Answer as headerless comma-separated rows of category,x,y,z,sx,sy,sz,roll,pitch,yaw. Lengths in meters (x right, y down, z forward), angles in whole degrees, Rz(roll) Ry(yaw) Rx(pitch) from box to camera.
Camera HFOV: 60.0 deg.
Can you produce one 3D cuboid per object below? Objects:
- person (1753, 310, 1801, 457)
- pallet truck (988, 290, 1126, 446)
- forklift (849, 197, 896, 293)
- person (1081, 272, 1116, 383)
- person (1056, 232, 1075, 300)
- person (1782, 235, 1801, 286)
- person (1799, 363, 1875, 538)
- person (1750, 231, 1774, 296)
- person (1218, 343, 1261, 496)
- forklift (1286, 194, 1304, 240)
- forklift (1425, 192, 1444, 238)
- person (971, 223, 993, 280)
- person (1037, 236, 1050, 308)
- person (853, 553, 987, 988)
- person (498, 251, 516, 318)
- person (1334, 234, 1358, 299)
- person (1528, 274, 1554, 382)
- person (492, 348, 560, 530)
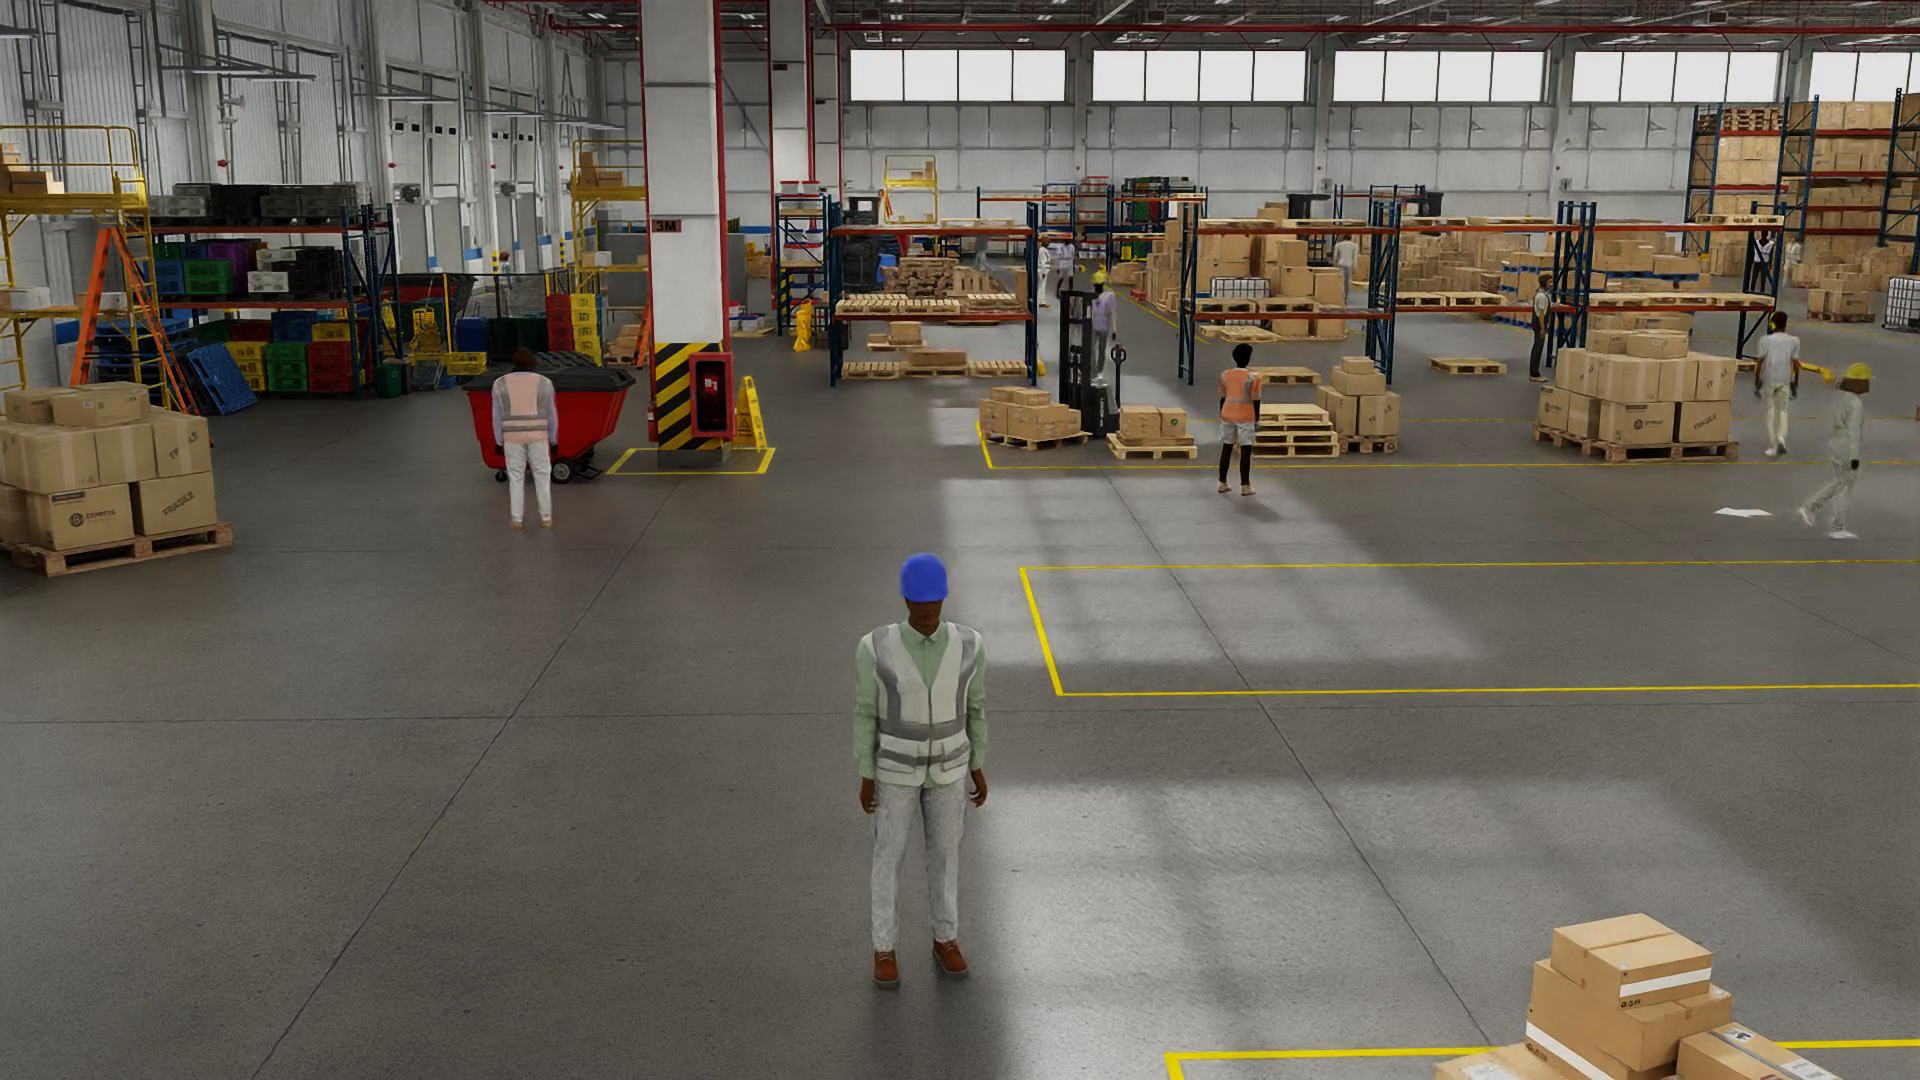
person,10.308,-1.973,21.002,0.518,1.842,0.431,5,13,20
pallet truck,1.257,-2.299,22.111,1.885,1.965,0.823,-9,15,-35
forklift,-2.825,-8.797,49.440,1.129,2.768,1.873,8,15,32
person,2.369,-3.645,28.462,0.596,1.879,1.001,1,13,6
person,2.958,-7.713,46.810,0.564,1.894,0.998,-5,13,-20
person,26.163,-8.775,52.237,0.800,1.611,0.523,-11,16,-40
person,8.611,-0.870,16.257,0.459,1.734,0.497,1,13,4
person,23.142,-7.998,48.030,0.588,1.917,0.392,6,14,25
person,3.101,-1.340,18.488,0.534,1.693,0.321,10,16,38
forklift,11.014,-9.999,54.867,1.873,2.768,1.129,0,12,-2
forklift,17.051,-11.125,59.952,1.873,2.768,1.129,0,12,-2
person,0.644,-9.589,55.295,1.038,1.881,0.652,3,13,12
person,2.224,-7.080,43.959,0.354,1.883,0.572,1,13,6
person,-0.168,1.002,7.318,0.602,1.949,0.394,-3,13,-15
person,-11.168,-6.259,40.831,0.312,1.633,0.519,-10,16,-38
person,10.815,-7.676,46.644,0.644,1.904,1.001,2,13,10
person,9.949,-3.628,28.458,0.333,1.844,0.514,3,13,14
person,-4.330,-0.999,16.651,0.655,1.830,0.430,-3,13,-12
